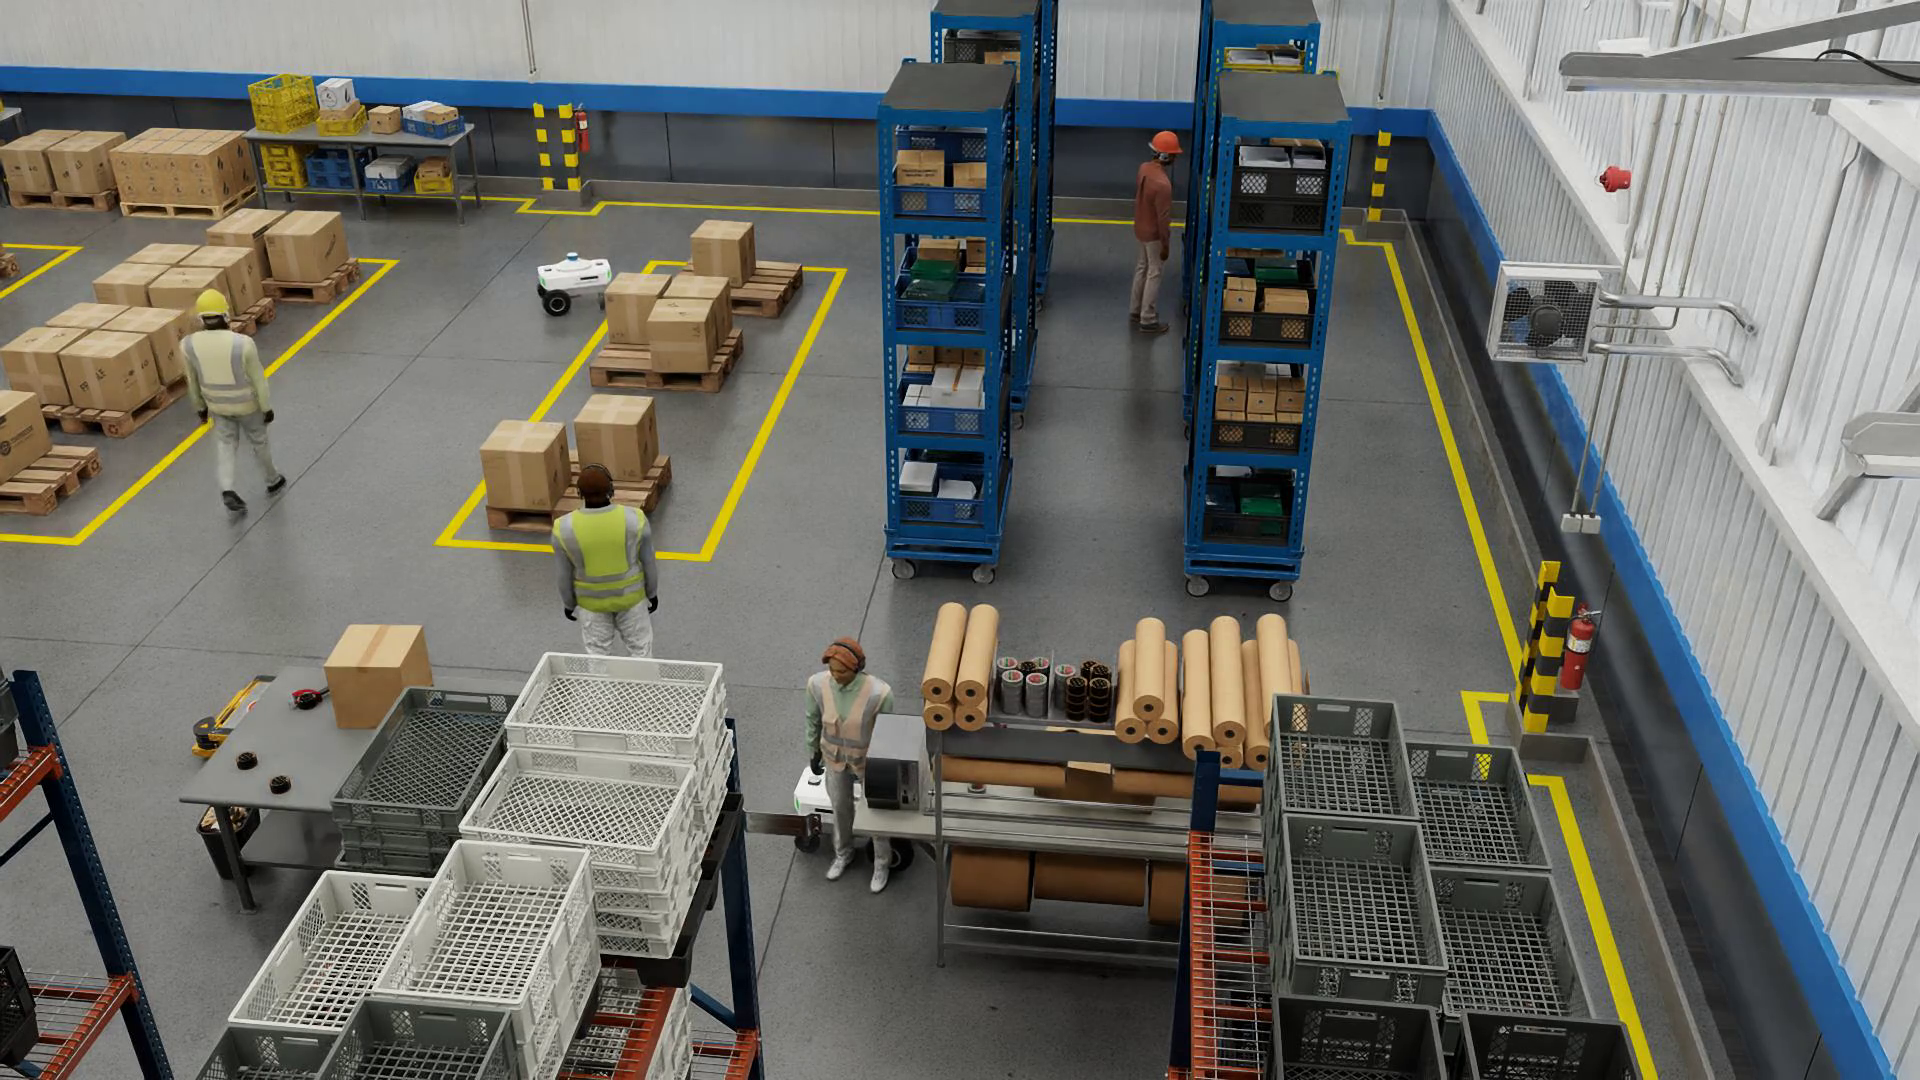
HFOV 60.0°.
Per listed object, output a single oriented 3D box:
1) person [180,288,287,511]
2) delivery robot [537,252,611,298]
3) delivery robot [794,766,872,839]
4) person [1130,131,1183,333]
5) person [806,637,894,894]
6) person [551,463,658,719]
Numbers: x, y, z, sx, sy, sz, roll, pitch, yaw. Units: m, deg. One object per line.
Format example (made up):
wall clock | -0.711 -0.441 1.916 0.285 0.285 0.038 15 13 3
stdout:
person | -5.675 -1.082 12.985 0.603 1.814 0.699 0 30 0
delivery robot | -3.905 -2.674 16.869 0.707 0.478 0.477 -10 32 -17
delivery robot | -0.595 1.515 9.675 0.707 0.478 0.477 6 31 10
person | 1.892 -2.968 16.065 0.411 1.980 0.625 -8 31 -14
person | -0.593 1.222 9.204 0.527 1.631 0.319 9 31 15
person | -2.205 0.353 10.496 0.621 1.838 0.429 -7 31 -11
